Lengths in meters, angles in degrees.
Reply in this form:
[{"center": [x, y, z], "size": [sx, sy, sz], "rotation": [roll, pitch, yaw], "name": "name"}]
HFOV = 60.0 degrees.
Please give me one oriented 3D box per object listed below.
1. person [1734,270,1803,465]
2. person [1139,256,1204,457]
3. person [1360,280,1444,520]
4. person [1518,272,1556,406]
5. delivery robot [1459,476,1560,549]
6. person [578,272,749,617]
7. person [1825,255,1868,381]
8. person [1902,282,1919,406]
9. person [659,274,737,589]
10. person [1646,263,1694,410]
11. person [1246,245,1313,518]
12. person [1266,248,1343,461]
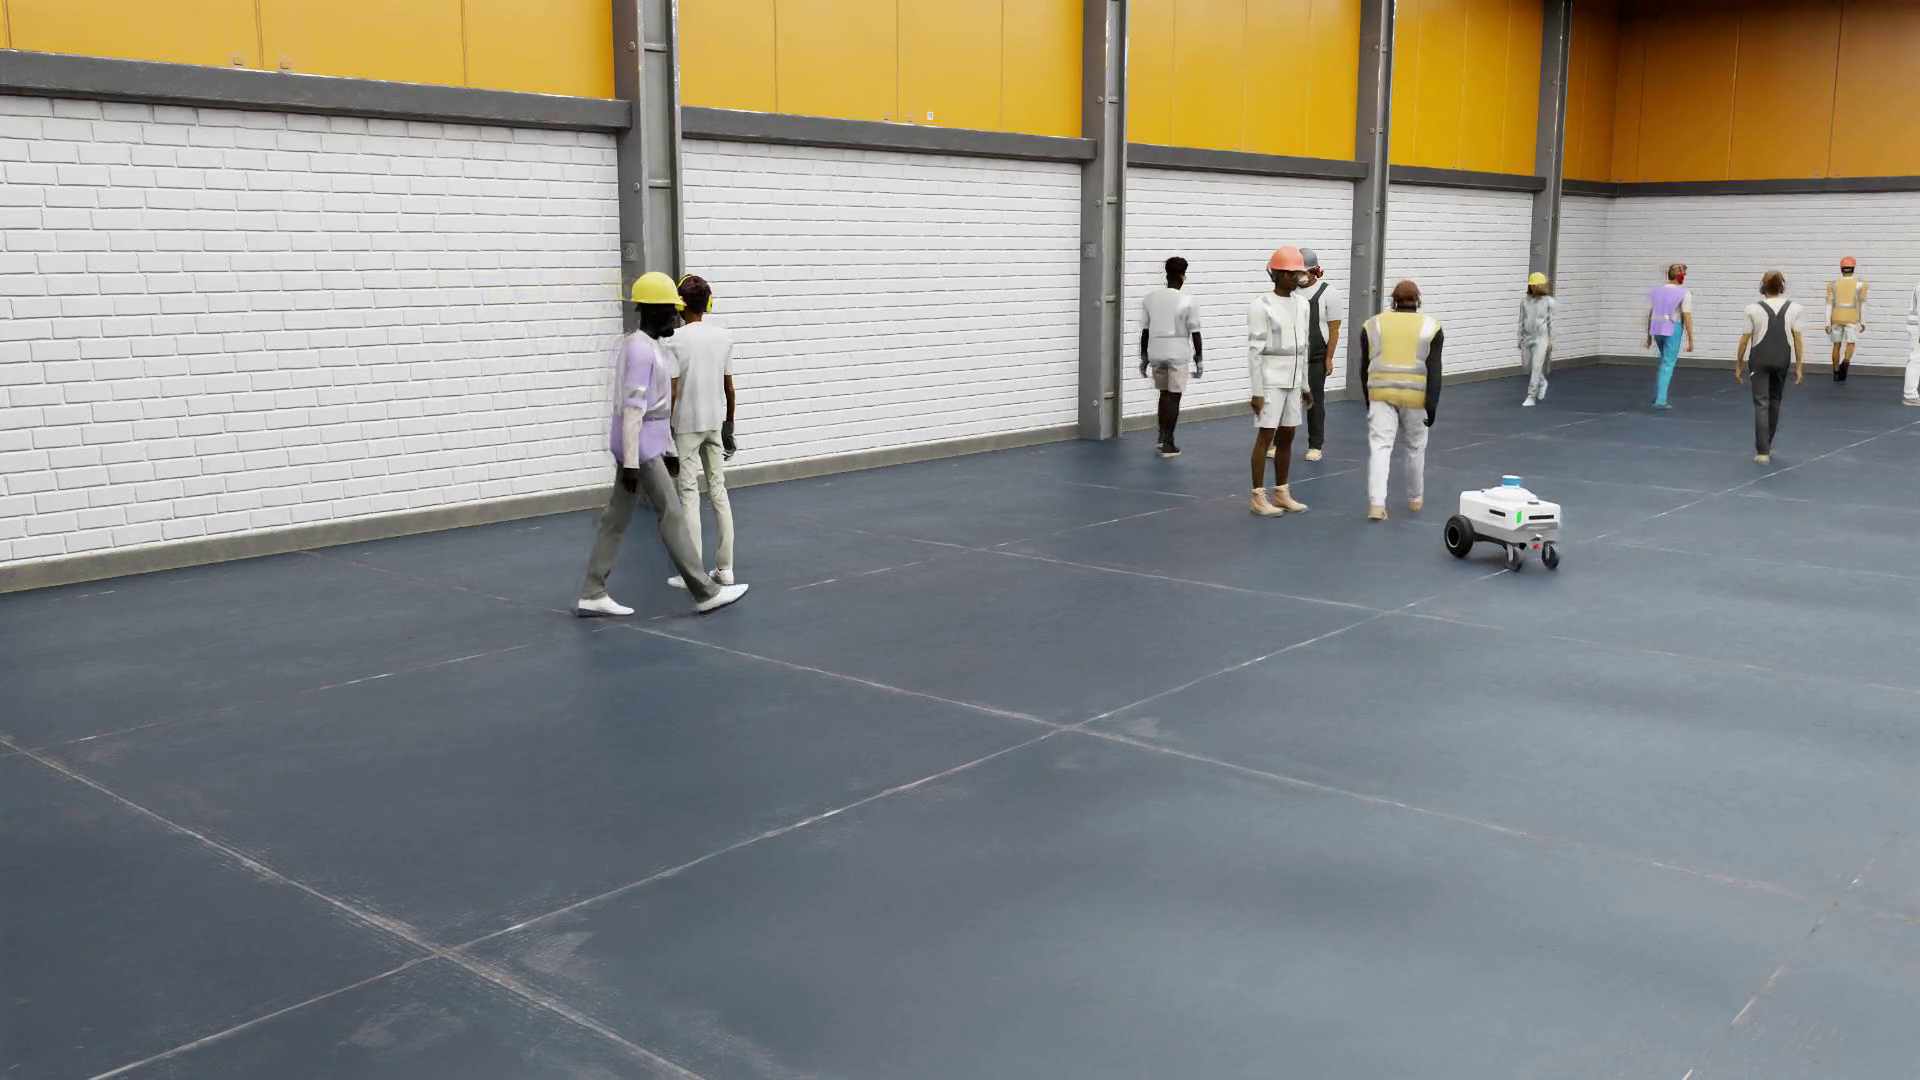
[{"center": [7.666, -1.645, 15.816], "size": [0.555, 1.800, 0.932], "rotation": [2, 10, 10], "name": "person"}, {"center": [2.094, -1.792, 16.250], "size": [0.631, 1.941, 0.610], "rotation": [7, 12, 34], "name": "person"}, {"center": [3.311, -1.050, 12.531], "size": [0.620, 1.789, 0.968], "rotation": [4, 11, 20], "name": "person"}, {"center": [7.487, -2.604, 21.532], "size": [0.683, 1.722, 0.488], "rotation": [-9, 14, -43], "name": "person"}, {"center": [3.536, -0.171, 10.713], "size": [0.477, 0.478, 0.707], "rotation": [-3, 10, -15], "name": "delivery robot"}, {"center": [-1.669, -0.503, 9.077], "size": [0.963, 1.882, 0.612], "rotation": [-2, 10, -12], "name": "person"}, {"center": [13.316, -3.321, 25.043], "size": [0.555, 1.924, 0.725], "rotation": [6, 12, 32], "name": "person"}, {"center": [12.396, -2.670, 21.433], "size": [0.355, 1.884, 0.572], "rotation": [5, 11, 27], "name": "person"}, {"center": [-1.567, -0.638, 9.903], "size": [0.532, 1.869, 0.311], "rotation": [-9, 13, -40], "name": "person"}, {"center": [8.902, -2.532, 20.783], "size": [0.551, 1.825, 0.607], "rotation": [-5, 11, -25], "name": "person"}, {"center": [2.436, -1.195, 12.580], "size": [0.607, 2.044, 0.375], "rotation": [-8, 13, -37], "name": "person"}, {"center": [3.259, -1.777, 15.897], "size": [0.678, 2.000, 0.537], "rotation": [7, 12, 34], "name": "person"}]
